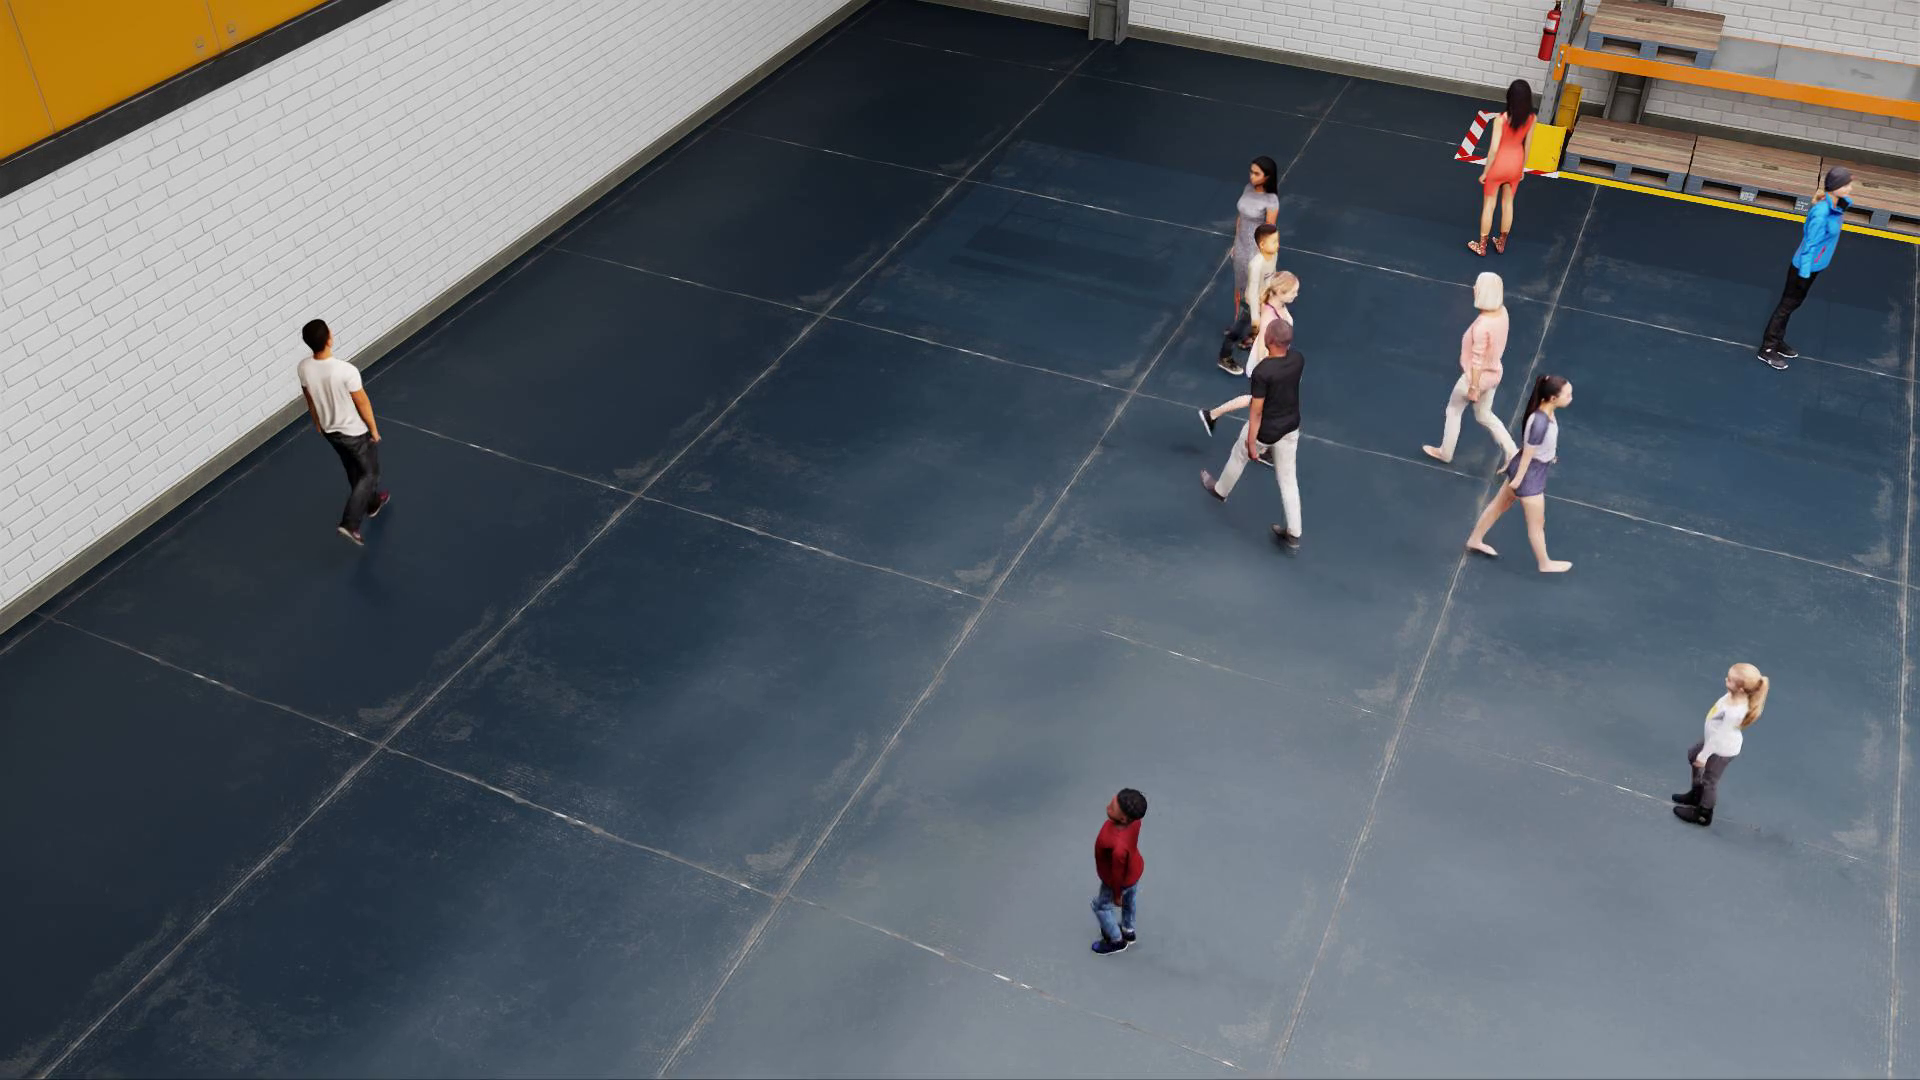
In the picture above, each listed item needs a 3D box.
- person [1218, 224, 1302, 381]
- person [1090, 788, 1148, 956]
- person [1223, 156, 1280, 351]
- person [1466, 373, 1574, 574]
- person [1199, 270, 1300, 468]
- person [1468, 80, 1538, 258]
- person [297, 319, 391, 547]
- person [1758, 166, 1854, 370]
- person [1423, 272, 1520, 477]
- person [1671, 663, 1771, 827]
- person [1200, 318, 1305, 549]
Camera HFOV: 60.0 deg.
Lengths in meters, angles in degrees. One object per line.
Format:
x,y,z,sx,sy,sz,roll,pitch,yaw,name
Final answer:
2.414,-1.971,13.877,1.043,1.431,0.741,28,46,30,person
0.953,1.847,9.242,0.486,1.249,0.499,15,41,18,person
2.505,-2.457,14.207,0.724,1.777,0.645,-17,42,-20,person
3.961,-0.499,11.885,0.995,1.615,0.673,11,40,14,person
2.261,-1.335,12.816,0.950,1.760,0.653,13,40,15,person
5.073,-3.459,15.508,0.635,1.720,0.725,-8,39,-9,person
-4.498,-0.770,12.089,1.012,1.785,0.835,9,39,11,person
7.125,-2.304,14.001,0.624,1.795,0.674,30,47,32,person
4.059,-1.218,12.722,1.078,1.694,0.763,25,45,28,person
4.624,1.251,9.969,0.543,1.271,0.532,22,43,25,person
2.330,-0.734,12.081,1.115,1.738,1.334,-21,43,-25,person
